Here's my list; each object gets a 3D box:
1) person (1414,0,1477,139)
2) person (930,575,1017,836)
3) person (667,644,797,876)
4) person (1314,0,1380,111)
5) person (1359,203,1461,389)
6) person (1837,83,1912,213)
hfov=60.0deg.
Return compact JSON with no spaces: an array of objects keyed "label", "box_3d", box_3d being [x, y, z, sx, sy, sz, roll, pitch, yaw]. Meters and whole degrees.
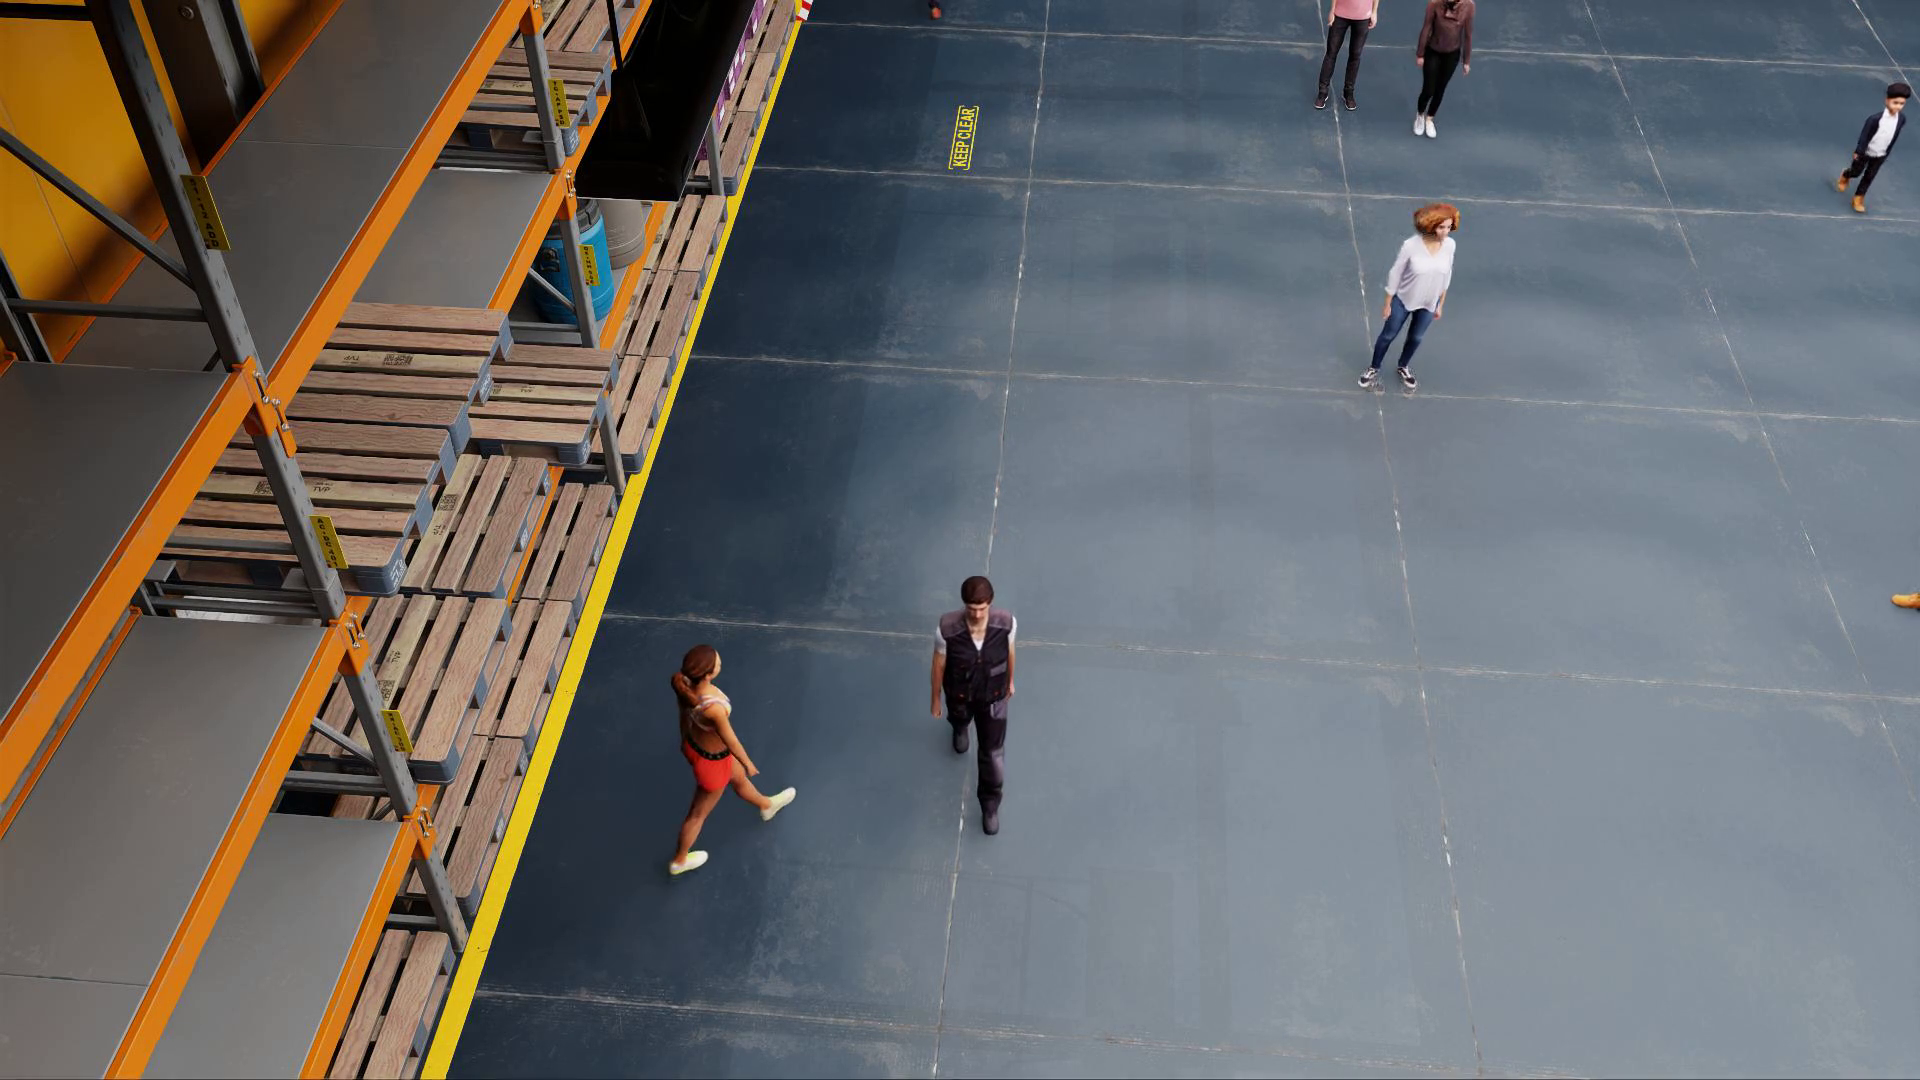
[{"label":"person","box_3d":[4.606,-4.686,15.942,0.650,1.687,0.601,0,44,0]},{"label":"person","box_3d":[0.077,0.835,10.058,0.831,1.808,1.238,-4,44,-4]},{"label":"person","box_3d":[-1.507,1.316,9.601,1.161,1.742,1.122,-28,50,-26]},{"label":"person","box_3d":[3.841,-5.171,16.255,0.622,1.957,0.539,5,44,5]},{"label":"person","box_3d":[3.534,-1.916,13.022,0.731,1.703,0.641,4,44,4]},{"label":"person","box_3d":[8.320,-3.615,15.159,0.501,1.216,0.675,3,44,3]}]
